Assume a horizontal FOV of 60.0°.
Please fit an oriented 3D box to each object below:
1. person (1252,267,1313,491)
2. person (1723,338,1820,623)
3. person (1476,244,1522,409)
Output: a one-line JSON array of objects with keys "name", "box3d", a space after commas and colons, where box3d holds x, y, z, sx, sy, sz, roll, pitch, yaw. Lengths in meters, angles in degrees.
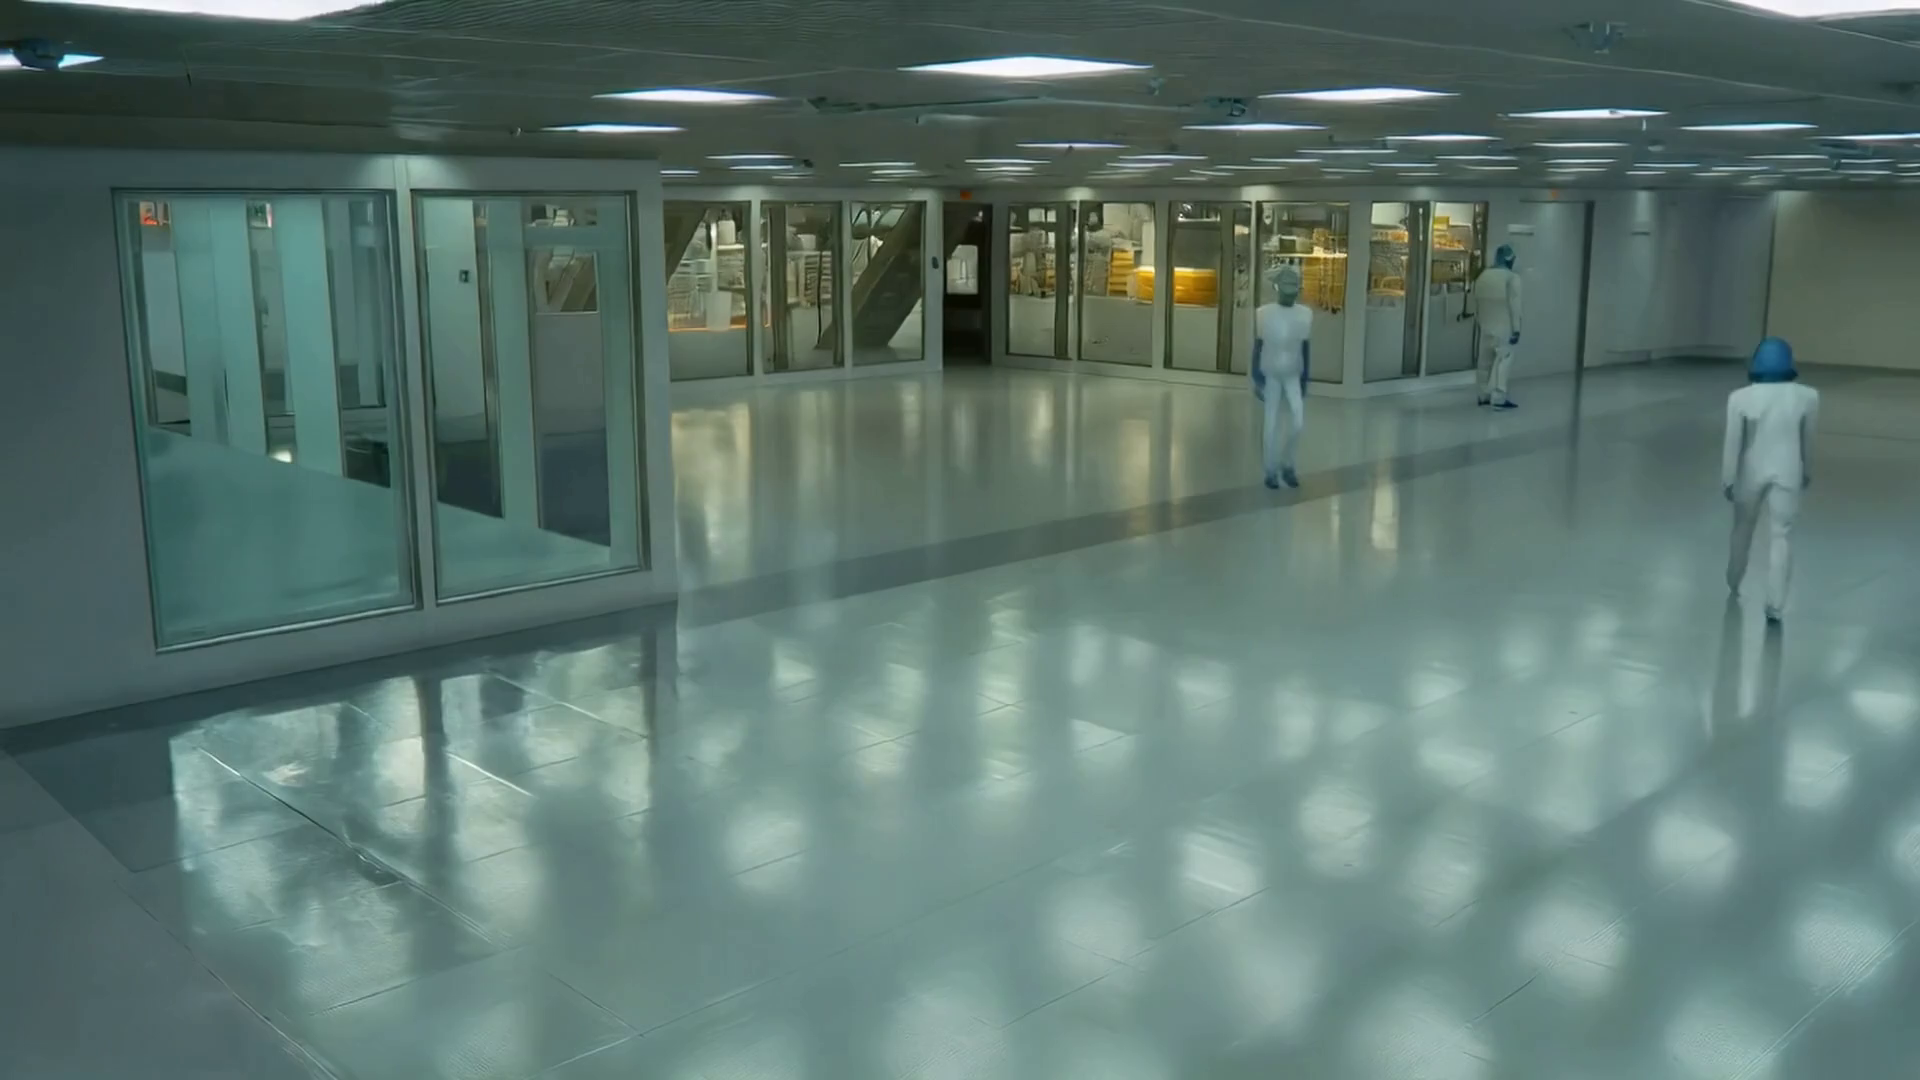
[{"name": "person", "box3d": [2.650, -1.314, 13.709, 0.521, 1.852, 0.519, 0, 11, -2]}, {"name": "person", "box3d": [4.651, -0.359, 9.573, 0.508, 1.586, 0.874, 4, 12, 19]}, {"name": "person", "box3d": [6.307, -2.483, 19.406, 0.409, 1.905, 0.651, -5, 12, -24]}]
